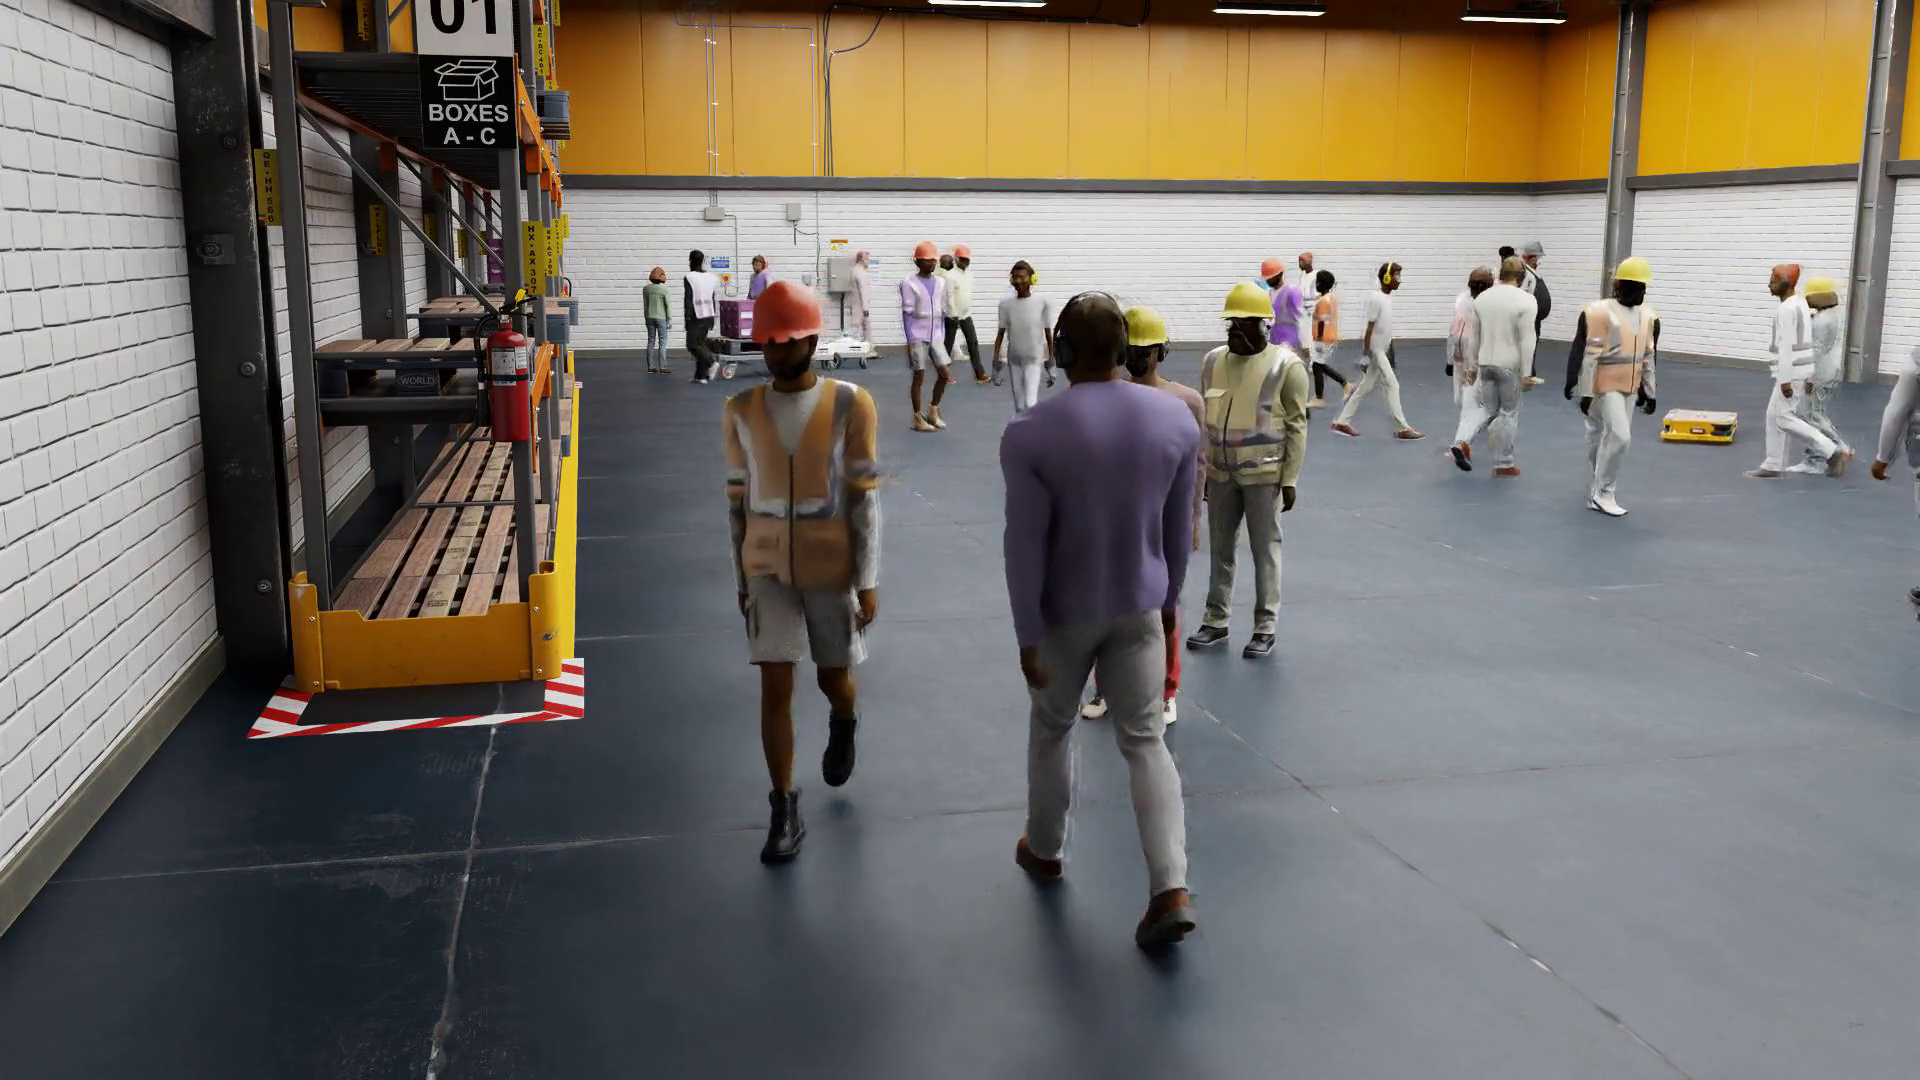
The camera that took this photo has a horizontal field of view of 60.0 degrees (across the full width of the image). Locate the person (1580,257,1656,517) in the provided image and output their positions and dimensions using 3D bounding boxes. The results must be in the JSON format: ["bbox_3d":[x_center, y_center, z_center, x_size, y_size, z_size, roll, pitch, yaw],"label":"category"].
[{"bbox_3d":[4.900,-1.117,12.246,0.622,1.908,0.531,-6,12,-28],"label":"person"}]

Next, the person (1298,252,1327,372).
[{"bbox_3d":[5.426,-3.488,25.540,0.646,1.850,0.594,-3,11,-18],"label":"person"}]

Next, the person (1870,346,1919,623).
[{"bbox_3d":[5.233,-0.458,8.911,0.608,1.796,0.799,0,10,-2],"label":"person"}]

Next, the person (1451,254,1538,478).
[{"bbox_3d":[4.558,-1.462,14.152,0.621,1.916,0.626,-6,12,-31],"label":"person"}]

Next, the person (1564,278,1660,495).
[{"bbox_3d":[5.282,-1.264,13.459,0.669,1.778,1.001,6,12,32],"label":"person"}]

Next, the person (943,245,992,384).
[{"bbox_3d":[0.056,-3.149,23.388,0.968,1.952,0.627,9,14,42],"label":"person"}]

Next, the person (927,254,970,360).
[{"bbox_3d":[-0.315,-3.943,28.211,0.901,1.812,0.633,-3,11,-16],"label":"person"}]

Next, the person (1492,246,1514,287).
[{"bbox_3d":[8.548,-3.685,26.401,0.765,1.942,0.497,-10,14,-44],"label":"person"}]

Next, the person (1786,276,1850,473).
[{"bbox_3d":[7.493,-1.436,14.518,0.413,1.725,0.502,7,12,34],"label":"person"}]

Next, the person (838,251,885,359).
[{"bbox_3d":[-1.775,-3.987,28.316,0.944,1.866,0.658,-3,11,-15],"label":"person"}]

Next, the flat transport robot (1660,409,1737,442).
[{"bbox_3d":[7.658,-1.190,17.206,0.652,0.197,1.431,5,11,26],"label":"flat transport robot"}]

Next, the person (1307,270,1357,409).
[{"bbox_3d":[4.476,-2.415,20.090,0.536,1.685,0.540,4,11,23],"label":"person"}]

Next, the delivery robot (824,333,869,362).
[{"bbox_3d":[-1.800,-3.042,26.417,0.707,0.478,0.477,-2,10,-9],"label":"delivery robot"}]

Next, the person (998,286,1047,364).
[{"bbox_3d":[1.020,-3.700,27.454,0.871,1.592,0.534,4,11,23],"label":"person"}]

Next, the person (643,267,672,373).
[{"bbox_3d":[-4.631,-3.363,25.495,0.494,1.624,0.280,4,11,21],"label":"person"}]

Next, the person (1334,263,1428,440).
[{"bbox_3d":[4.323,-1.931,17.090,0.992,1.803,0.533,5,11,26],"label":"person"}]

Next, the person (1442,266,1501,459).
[{"bbox_3d":[4.881,-1.659,15.571,0.769,1.800,0.664,-6,12,-30],"label":"person"}]

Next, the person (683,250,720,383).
[{"bbox_3d":[-3.651,-3.148,23.533,0.657,1.901,0.602,7,12,34],"label":"person"}]

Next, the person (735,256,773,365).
[{"bbox_3d":[-3.301,-3.704,26.941,0.979,1.771,0.612,-6,12,-29],"label":"person"}]

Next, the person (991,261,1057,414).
[{"bbox_3d":[0.538,-1.539,14.753,0.568,1.842,0.783,3,11,18],"label":"person"}]

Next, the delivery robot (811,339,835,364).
[{"bbox_3d":[-2.307,-2.942,25.866,0.707,0.478,0.477,-5,11,-26],"label":"delivery robot"}]

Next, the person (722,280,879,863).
[{"bbox_3d":[-0.526,0.071,5.674,0.539,1.911,0.788,1,10,6],"label":"person"}]

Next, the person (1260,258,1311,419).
[{"bbox_3d":[3.553,-2.215,18.533,0.945,1.870,0.626,-5,11,-25],"label":"person"}]

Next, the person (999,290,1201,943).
[{"bbox_3d":[0.429,0.215,4.927,0.632,1.902,0.984,-2,10,-13],"label":"person"}]

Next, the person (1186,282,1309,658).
[{"bbox_3d":[1.399,-0.340,8.164,0.591,1.834,0.404,8,13,39],"label":"person"}]

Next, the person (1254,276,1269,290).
[{"bbox_3d":[5.550,-4.208,29.973,0.541,1.695,0.315,2,11,13],"label":"person"}]

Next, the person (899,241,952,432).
[{"bbox_3d":[-0.350,-2.143,17.625,0.618,2.024,0.534,-7,12,-34],"label":"person"}]

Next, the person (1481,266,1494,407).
[{"bbox_3d":[5.740,-2.139,18.327,0.543,1.751,0.480,4,11,21],"label":"person"}]

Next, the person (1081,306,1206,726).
[{"bbox_3d":[0.755,-0.093,6.984,0.533,1.767,0.326,3,11,19],"label":"person"}]

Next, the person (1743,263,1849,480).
[{"bbox_3d":[7.046,-1.381,13.902,0.746,1.860,0.577,8,13,37],"label":"person"}]

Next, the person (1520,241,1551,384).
[{"bbox_3d":[8.019,-3.214,23.515,0.635,2.000,0.688,6,12,30],"label":"person"}]
